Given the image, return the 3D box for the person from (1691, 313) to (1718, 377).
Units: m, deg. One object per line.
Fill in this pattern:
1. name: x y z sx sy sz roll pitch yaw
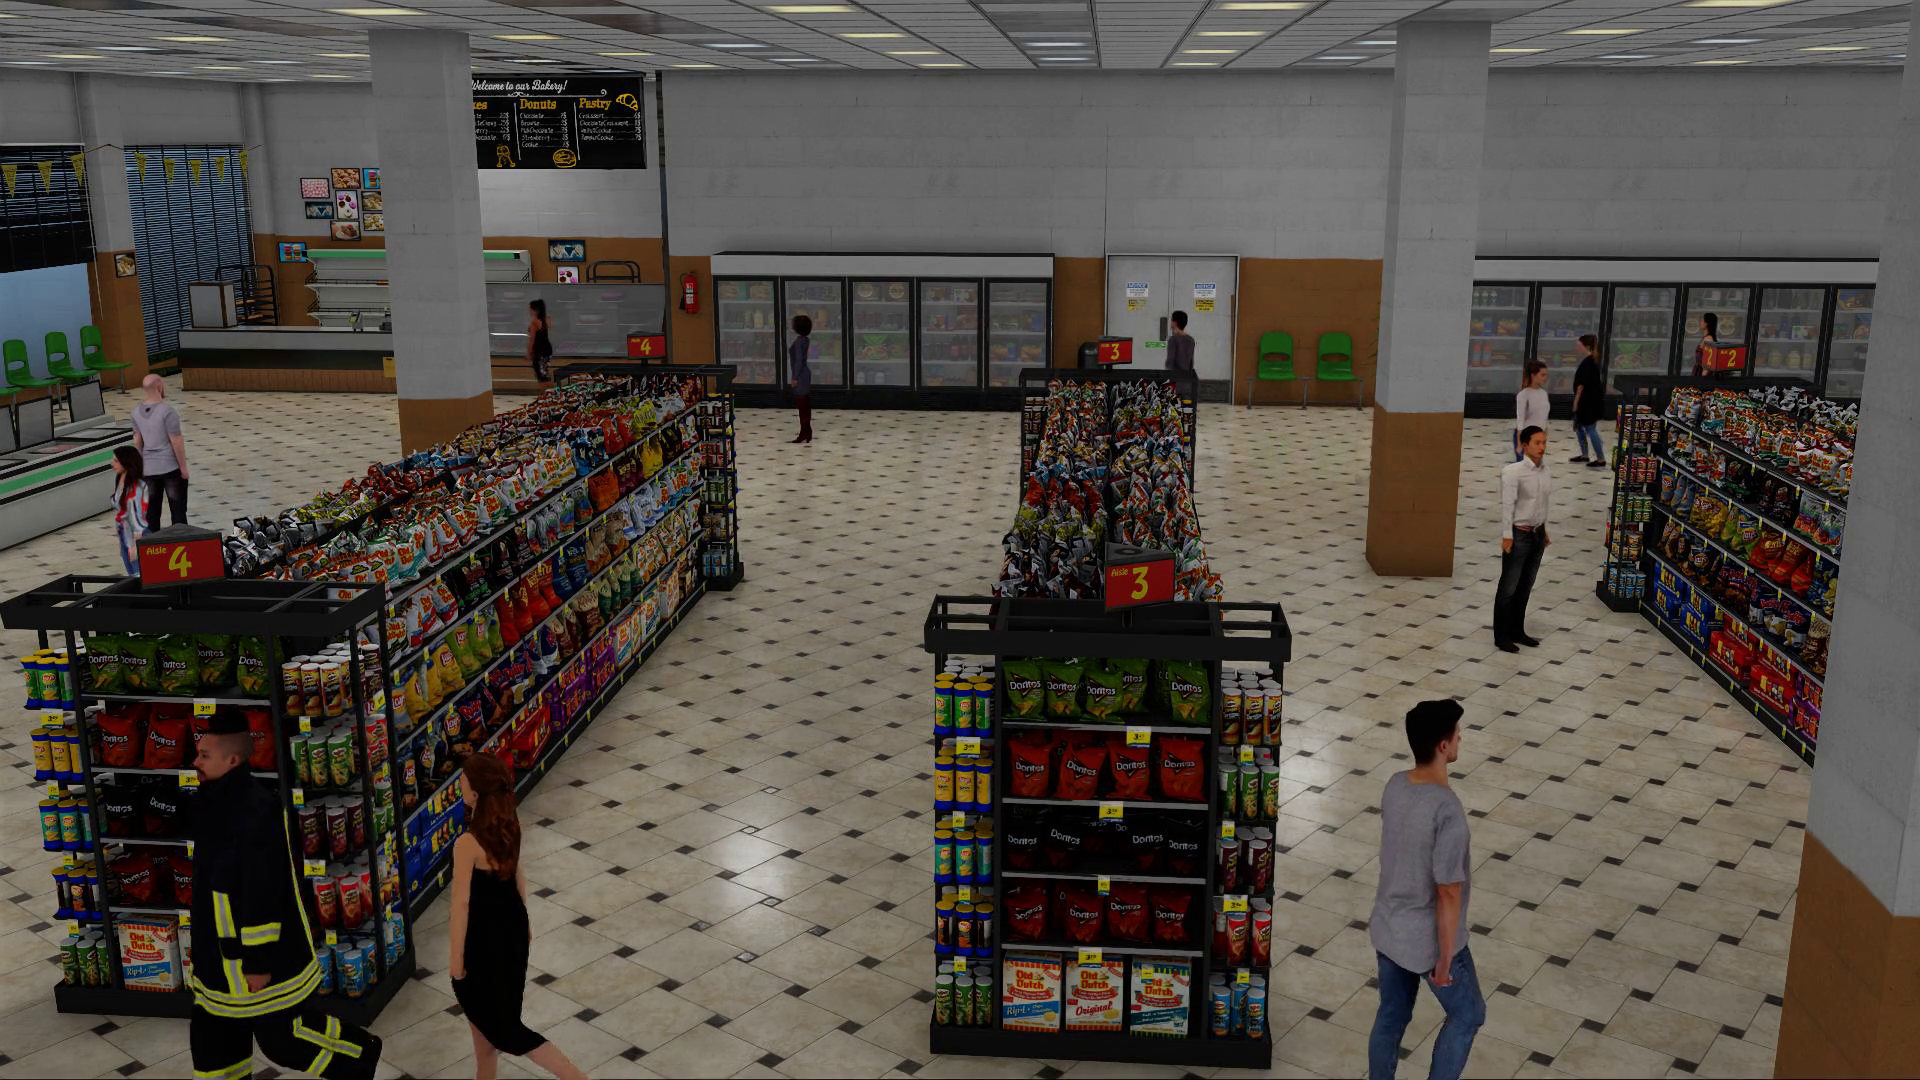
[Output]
1. person: 9.855 -2.124 22.040 0.821 1.773 0.725 6 15 24

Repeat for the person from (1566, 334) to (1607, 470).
1. person: 7.810 -1.678 20.447 0.841 1.657 0.819 11 17 38

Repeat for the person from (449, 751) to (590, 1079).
1. person: -1.822 1.662 6.798 0.721 1.599 0.982 3 14 14

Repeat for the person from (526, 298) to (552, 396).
1. person: -6.394 -2.876 25.405 0.781 1.649 0.579 8 16 31

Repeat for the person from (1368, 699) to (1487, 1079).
1. person: 1.756 1.561 6.645 0.862 1.868 0.769 -6 15 -23

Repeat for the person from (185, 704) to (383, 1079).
1. person: -2.778 1.563 6.714 1.082 1.831 1.193 12 18 40

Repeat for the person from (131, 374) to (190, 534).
1. person: -7.660 -0.691 15.990 0.695 1.839 0.626 3 14 13

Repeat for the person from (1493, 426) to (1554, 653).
1. person: 4.504 -0.028 13.318 0.744 1.811 0.760 -8 16 -29

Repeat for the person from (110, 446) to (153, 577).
1. person: -6.676 0.026 13.518 0.656 1.611 0.696 13 18 42

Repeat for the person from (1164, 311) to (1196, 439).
1. person: 2.849 -2.014 21.438 0.999 1.842 0.959 12 18 40

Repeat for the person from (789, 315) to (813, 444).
1. person: -2.127 -2.168 22.355 0.653 1.711 0.477 2 14 10

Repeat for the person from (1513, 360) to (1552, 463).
1. person: 6.053 -1.054 17.728 0.702 1.726 0.723 -8 16 -29
